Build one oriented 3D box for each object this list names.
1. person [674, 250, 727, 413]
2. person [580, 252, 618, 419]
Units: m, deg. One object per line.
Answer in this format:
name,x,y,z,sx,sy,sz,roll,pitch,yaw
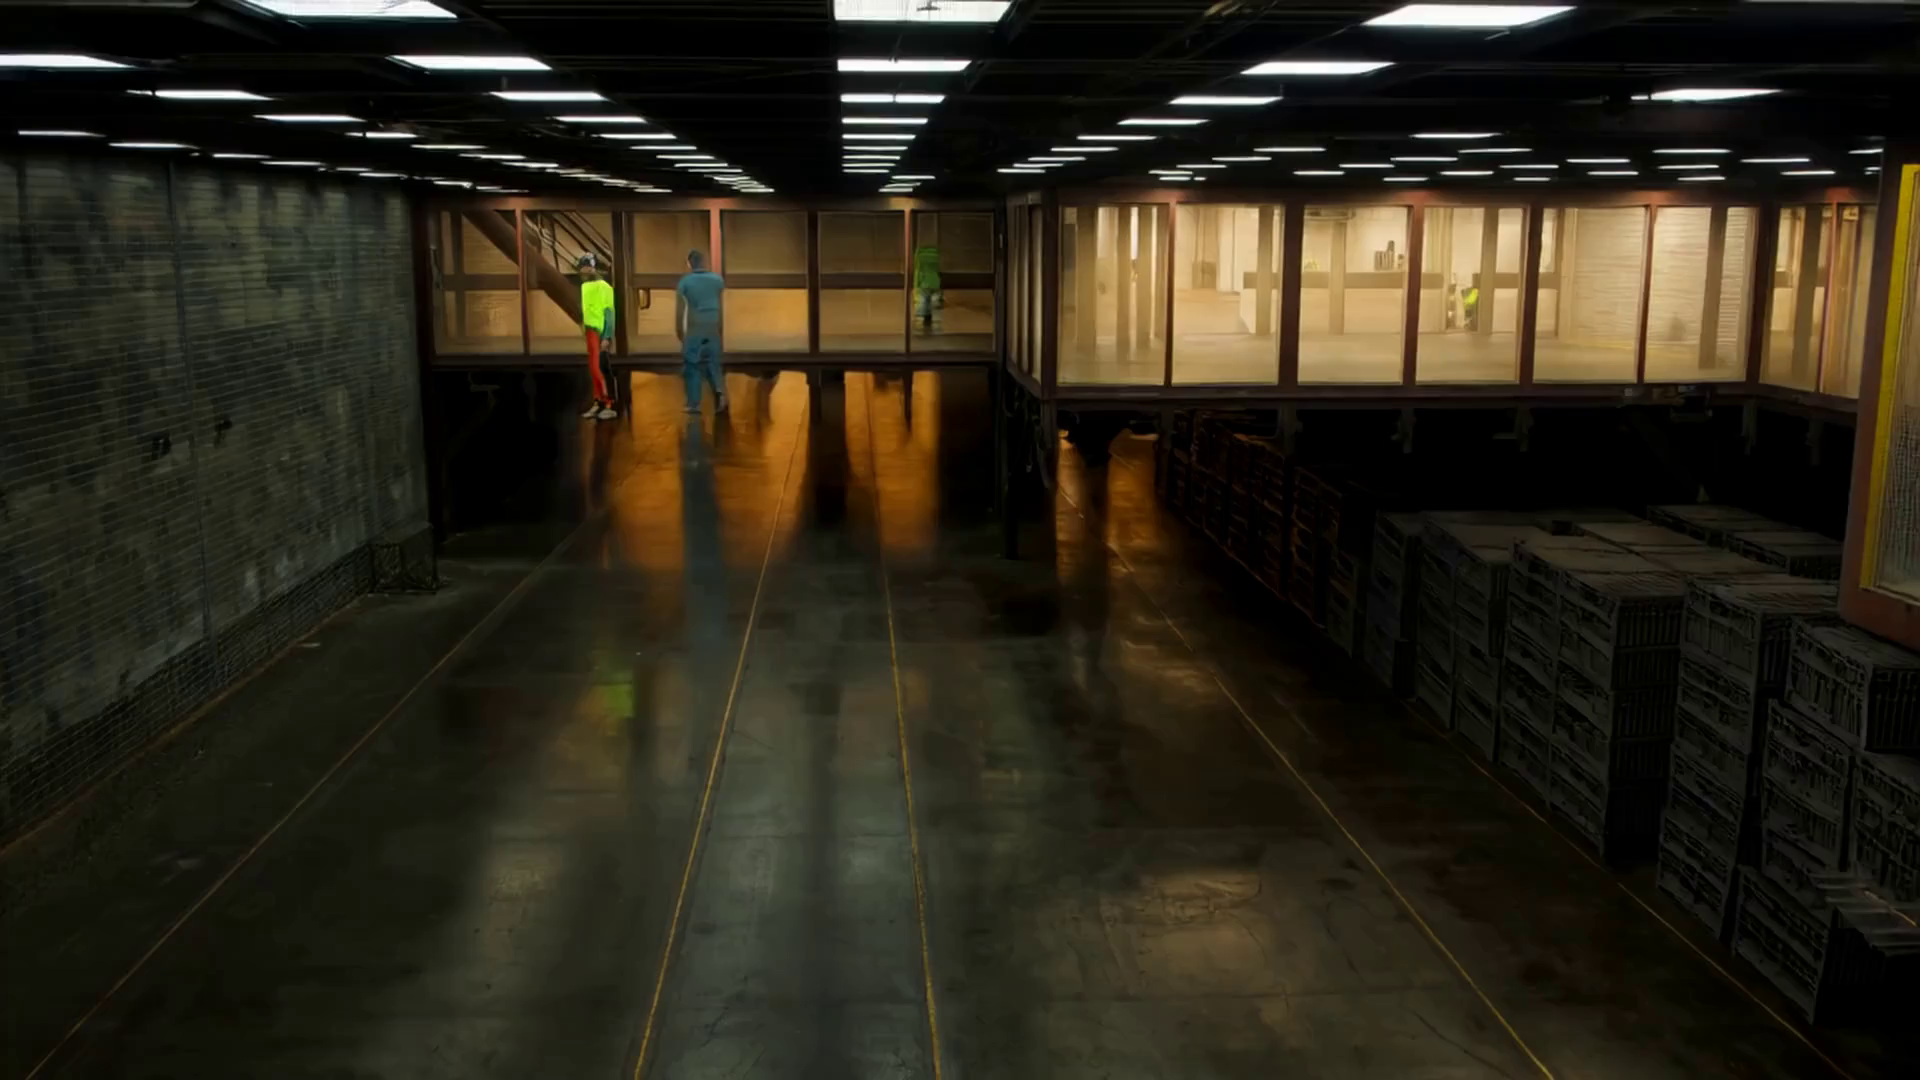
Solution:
person,-2.974,-2.389,19.143,0.631,1.877,0.762,-5,12,-24
person,-4.071,-2.276,18.611,0.507,1.861,0.328,9,14,41
